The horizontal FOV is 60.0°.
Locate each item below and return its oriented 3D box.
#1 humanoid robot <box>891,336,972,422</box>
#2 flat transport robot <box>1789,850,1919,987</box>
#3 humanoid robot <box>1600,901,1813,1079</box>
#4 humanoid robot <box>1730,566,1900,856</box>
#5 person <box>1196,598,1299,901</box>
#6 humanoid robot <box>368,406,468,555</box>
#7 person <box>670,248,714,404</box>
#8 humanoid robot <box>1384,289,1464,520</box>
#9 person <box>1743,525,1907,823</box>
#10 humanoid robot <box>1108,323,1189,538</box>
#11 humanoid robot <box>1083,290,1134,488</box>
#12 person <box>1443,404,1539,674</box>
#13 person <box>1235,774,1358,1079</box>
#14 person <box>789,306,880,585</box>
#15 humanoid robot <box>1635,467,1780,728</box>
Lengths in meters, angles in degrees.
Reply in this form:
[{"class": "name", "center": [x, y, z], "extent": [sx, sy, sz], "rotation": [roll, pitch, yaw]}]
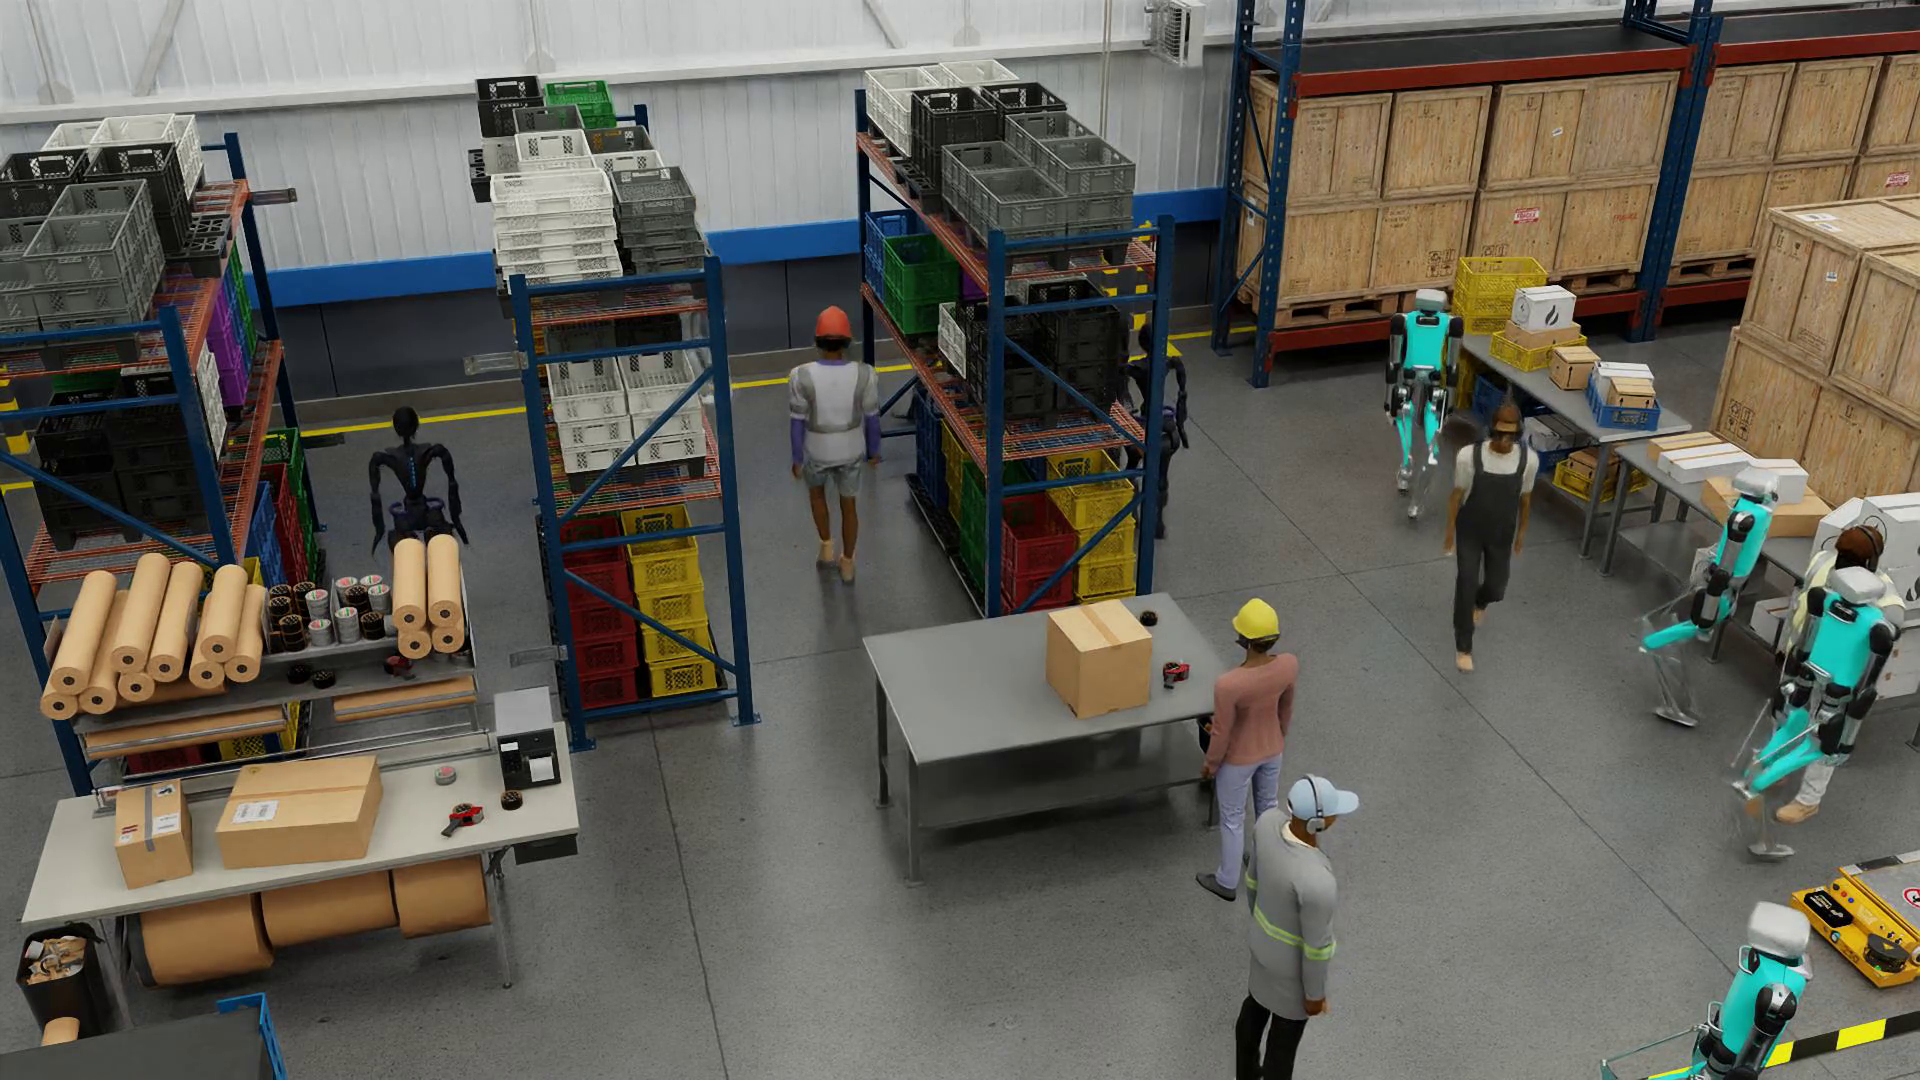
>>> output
[{"class": "humanoid robot", "center": [-0.181, -1.701, 13.839], "extent": [0.785, 1.624, 0.599], "rotation": [-15, 32, -25]}, {"class": "flat transport robot", "center": [5.163, 1.916, 8.676], "extent": [1.431, 0.231, 0.659], "rotation": [-8, 30, -14]}, {"class": "humanoid robot", "center": [2.864, 2.102, 6.676], "extent": [0.735, 1.675, 0.533], "rotation": [12, 31, 21]}, {"class": "humanoid robot", "center": [4.383, 1.038, 8.839], "extent": [0.739, 1.871, 0.552], "rotation": [-10, 30, -17]}, {"class": "person", "center": [1.484, 1.088, 8.624], "extent": [0.524, 1.769, 0.313], "rotation": [-15, 32, -25]}, {"class": "humanoid robot", "center": [-3.529, -0.071, 10.840], "extent": [0.610, 1.642, 0.473], "rotation": [-14, 32, -23]}, {"class": "person", "center": [-2.345, -1.998, 14.179], "extent": [0.360, 1.824, 0.594], "rotation": [19, 34, 31]}, {"class": "humanoid robot", "center": [3.410, -0.922, 12.367], "extent": [0.543, 1.752, 1.045], "rotation": [6, 29, 10]}, {"class": "person", "center": [4.791, 0.725, 9.218], "extent": [0.430, 1.833, 0.633], "rotation": [-8, 30, -15]}, {"class": "humanoid robot", "center": [1.392, -0.807, 12.164], "extent": [0.600, 1.646, 0.327], "rotation": [-5, 29, -10]}, {"class": "humanoid robot", "center": [1.042, -1.183, 12.886], "extent": [0.599, 1.633, 0.668], "rotation": [-10, 30, -18]}, {"class": "person", "center": [3.360, -0.063, 10.655], "extent": [0.514, 1.830, 0.598], "rotation": [4, 29, 8]}, {"class": "person", "center": [1.454, 1.787, 7.266], "extent": [0.399, 1.852, 0.589], "rotation": [-9, 30, -16]}, {"class": "person", "center": [-0.865, -0.660, 11.541], "extent": [0.627, 2.021, 0.550], "rotation": [-4, 29, -8]}, {"class": "humanoid robot", "center": [4.403, 0.356, 10.025], "extent": [0.659, 1.827, 0.542], "rotation": [22, 36, 35]}]
